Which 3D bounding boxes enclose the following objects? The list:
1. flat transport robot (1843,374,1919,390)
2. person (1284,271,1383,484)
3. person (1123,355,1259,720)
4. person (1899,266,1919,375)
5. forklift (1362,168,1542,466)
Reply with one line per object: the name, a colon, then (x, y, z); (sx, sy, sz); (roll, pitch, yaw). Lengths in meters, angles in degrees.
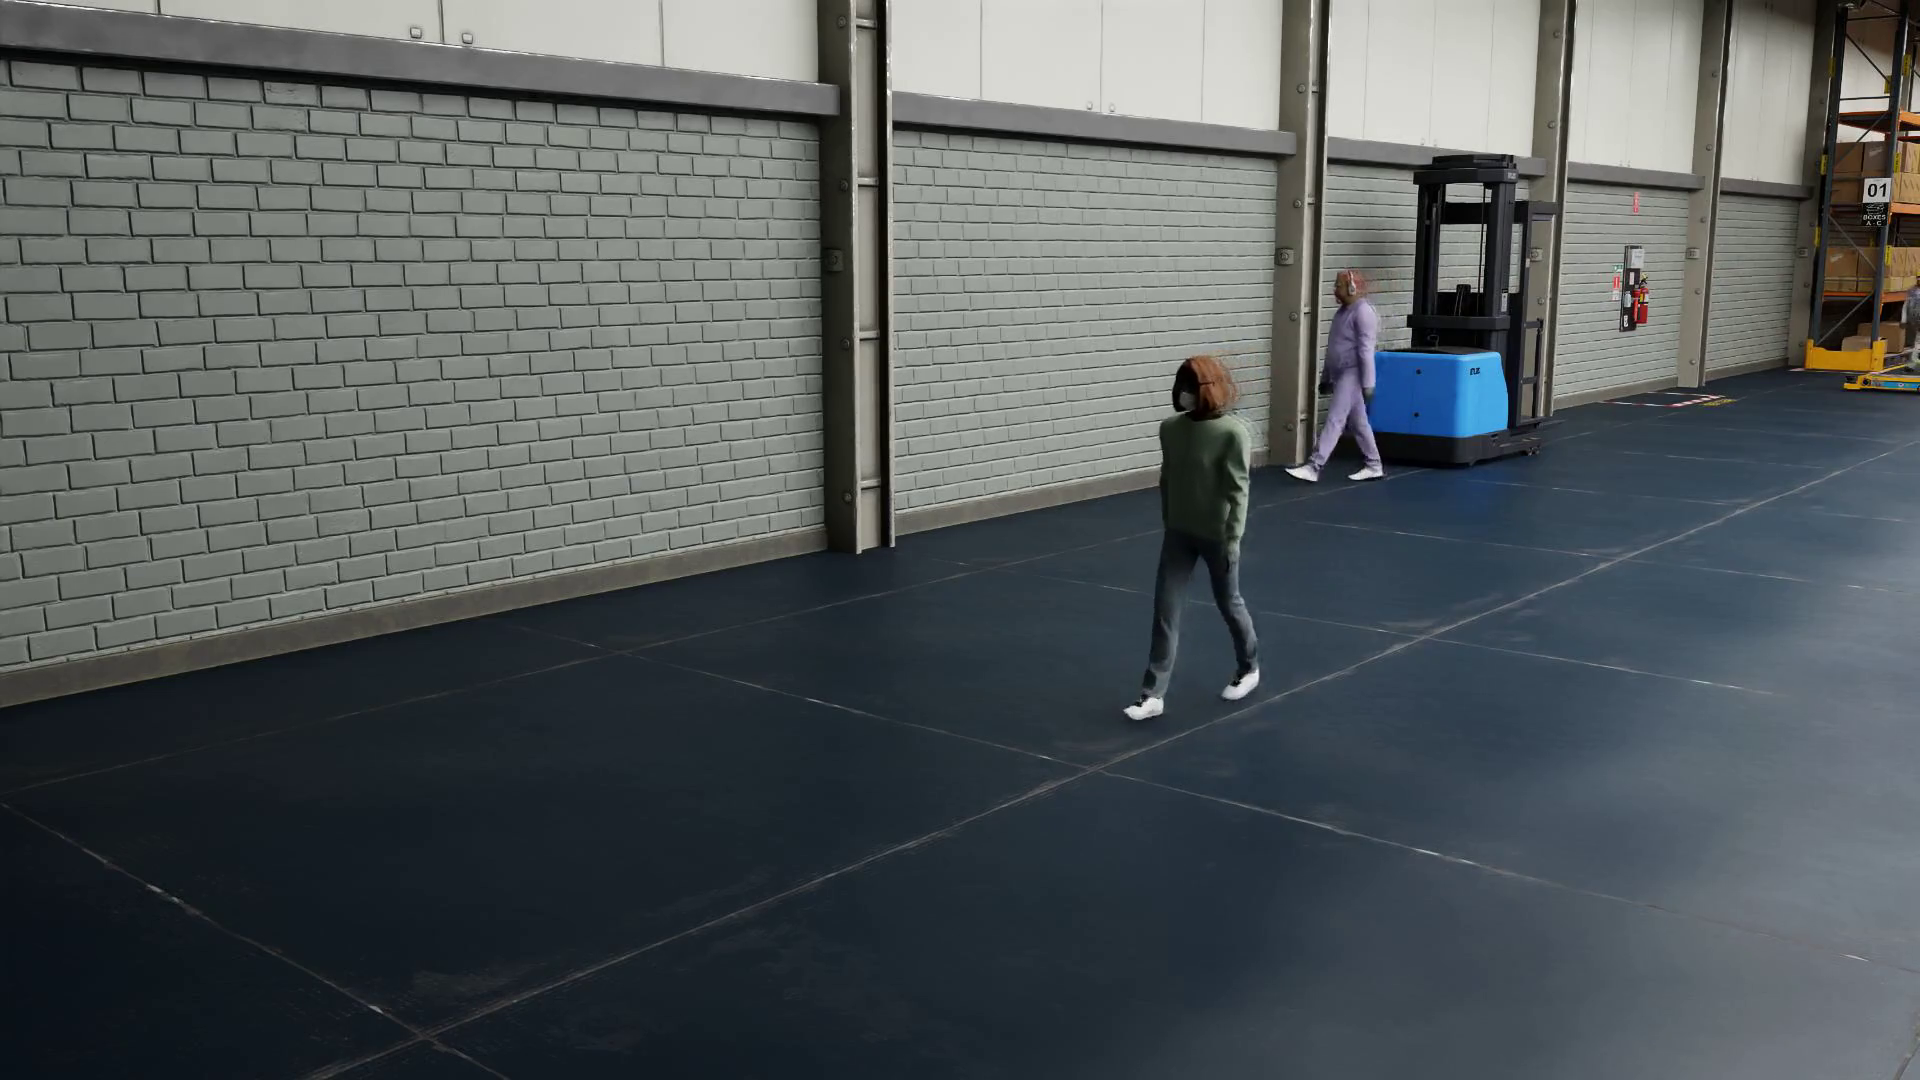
flat transport robot: (13.633, -2.266, 24.016); (1.431, 0.197, 0.652); (8, 13, 40)
person: (3.335, -1.423, 14.602); (0.969, 1.852, 0.658); (-1, 10, -3)
person: (1.087, -0.028, 7.399); (0.513, 1.590, 0.846); (10, 14, 44)
person: (15.847, -3.614, 27.334); (0.981, 1.780, 0.581); (-5, 11, -24)
forklift: (4.875, -2.212, 16.287); (1.129, 2.768, 1.873); (8, 13, 40)
